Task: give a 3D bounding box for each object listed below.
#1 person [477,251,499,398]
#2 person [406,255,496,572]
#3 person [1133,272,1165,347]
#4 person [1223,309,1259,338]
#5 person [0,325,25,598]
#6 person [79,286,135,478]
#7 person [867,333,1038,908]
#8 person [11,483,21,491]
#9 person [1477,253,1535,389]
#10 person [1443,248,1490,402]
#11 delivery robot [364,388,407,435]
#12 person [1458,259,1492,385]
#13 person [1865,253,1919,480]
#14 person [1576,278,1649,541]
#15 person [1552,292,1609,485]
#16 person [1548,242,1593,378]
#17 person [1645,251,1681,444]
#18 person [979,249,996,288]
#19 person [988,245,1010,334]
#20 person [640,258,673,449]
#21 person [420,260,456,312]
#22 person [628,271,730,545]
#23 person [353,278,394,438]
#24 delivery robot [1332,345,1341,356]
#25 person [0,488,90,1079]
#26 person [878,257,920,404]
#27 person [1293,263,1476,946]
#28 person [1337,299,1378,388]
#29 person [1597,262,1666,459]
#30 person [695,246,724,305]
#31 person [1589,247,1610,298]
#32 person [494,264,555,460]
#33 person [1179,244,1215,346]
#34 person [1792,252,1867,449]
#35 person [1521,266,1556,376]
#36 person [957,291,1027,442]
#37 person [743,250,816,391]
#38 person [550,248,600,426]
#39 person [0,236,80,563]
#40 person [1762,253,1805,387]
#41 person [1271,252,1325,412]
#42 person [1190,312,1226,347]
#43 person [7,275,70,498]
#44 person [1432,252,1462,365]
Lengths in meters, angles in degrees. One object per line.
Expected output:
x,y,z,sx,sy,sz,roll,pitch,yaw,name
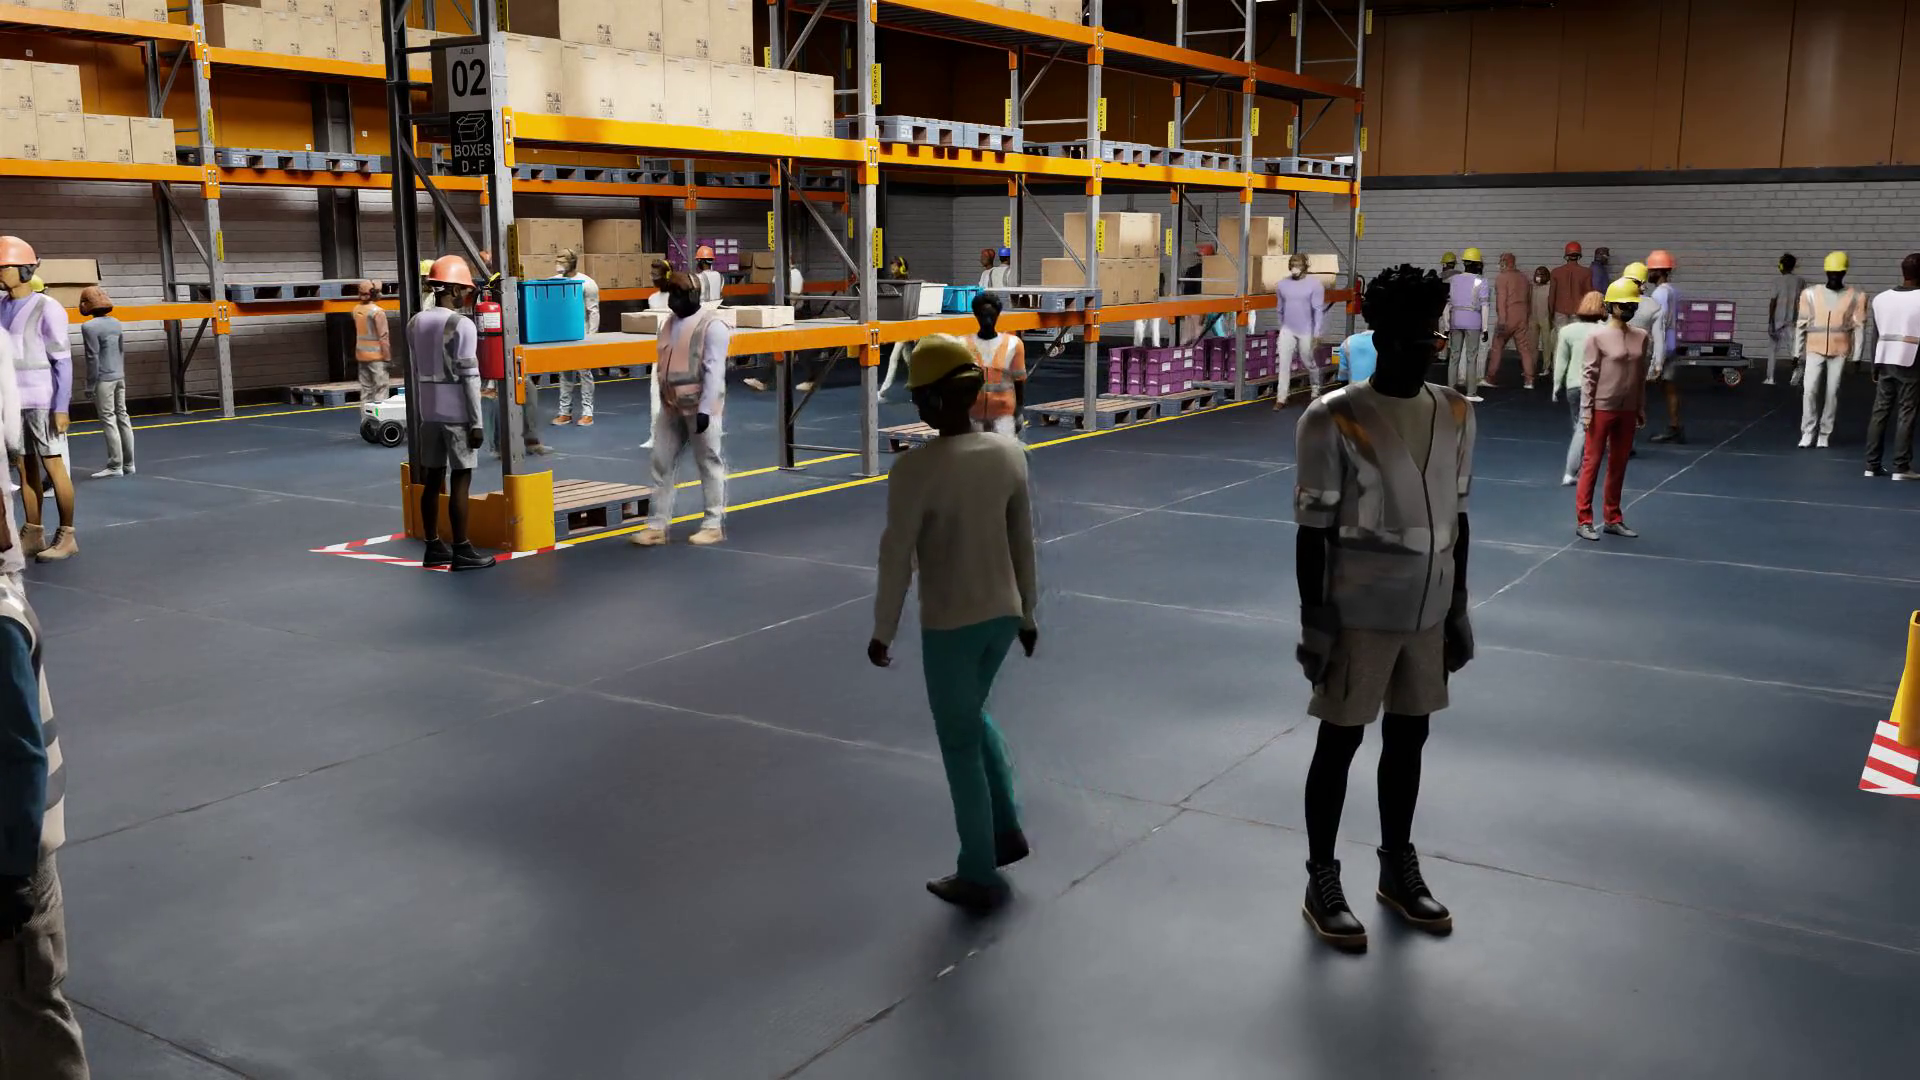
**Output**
-6.039,-2.768,21.400,0.341,1.882,0.587,-7,12,-34,person
-3.115,-0.771,10.221,0.542,1.929,0.381,6,12,30,person
3.162,-3.915,28.057,0.637,1.792,0.976,5,11,25,person
4.473,-3.736,26.746,0.663,1.902,0.938,-4,11,-23,person
-5.508,-0.545,9.142,0.664,1.921,0.619,-8,13,-39,person
-7.312,-1.346,14.218,0.287,1.631,0.501,1,10,4,person
0.000,0.251,5.080,0.449,1.746,0.525,10,14,44,person
-7.835,-1.303,13.222,0.409,1.908,0.647,4,11,21,person
7.560,-2.988,22.774,0.668,1.844,0.842,-6,12,-29,person
6.354,-2.690,20.849,0.593,1.924,0.384,9,14,41,person
-5.521,-1.270,16.525,0.707,0.478,0.477,-8,13,-39,delivery robot
7.168,-3.058,23.232,0.506,1.812,0.667,-4,11,-23,person
7.980,-1.462,14.094,0.382,1.912,0.592,-5,11,-27,person
4.432,-0.879,11.266,0.533,1.768,0.311,-4,11,-20,person
5.266,-1.270,13.894,0.522,1.584,0.864,10,14,43,person
8.919,-3.351,24.316,0.620,1.996,0.372,5,11,25,person
6.829,-1.915,16.616,0.909,1.900,0.570,7,13,35,person
0.475,-3.639,26.228,0.342,1.881,0.579,-5,11,-26,person
0.682,-3.483,25.183,0.391,1.949,0.602,-8,13,-38,person
-2.826,-1.835,16.336,0.519,1.847,0.813,6,12,28,person
-5.420,-1.975,17.266,0.404,1.808,0.631,-6,12,-29,person
-1.854,-0.838,10.899,0.634,1.819,0.738,7,12,35,person
-5.919,-1.816,16.817,0.517,1.639,0.337,8,13,37,person
5.972,-2.836,25.201,0.707,0.478,0.477,-7,12,-33,delivery robot
-1.943,0.620,3.310,0.307,1.639,0.525,-10,14,-44,person
-0.759,-2.598,20.656,0.997,1.815,0.550,-6,12,-30,person
1.228,0.193,4.795,0.604,1.958,0.372,-5,11,-25,person
2.759,-0.819,11.120,0.317,1.695,0.540,-7,13,-36,person
6.250,-1.667,15.492,0.630,1.813,0.623,7,12,34,person
-3.470,-3.050,22.818,0.357,1.938,0.545,5,12,27,person
10.423,-3.822,27.191,0.400,1.905,0.644,4,11,19,person
-4.019,-1.641,15.314,0.696,1.825,0.538,-3,11,-16,person
3.515,-3.446,24.953,0.679,1.959,0.639,-5,11,-24,person
8.363,-1.812,16.034,0.622,1.900,0.751,6,12,31,person
8.677,-3.268,24.864,0.268,1.632,0.507,-7,12,-34,person
0.185,-0.878,11.500,0.546,1.685,0.437,0,10,0,person
-2.381,-3.006,22.286,1.021,2.000,0.695,-6,12,-30,person
-4.225,-2.207,18.151,0.629,1.936,0.372,4,11,19,person
-5.857,-0.872,10.454,0.608,2.045,0.391,4,11,22,person
11.456,-3.041,23.042,0.521,1.850,0.845,1,10,4,person
4.079,-2.498,19.906,0.638,1.891,1.020,7,12,33,person
3.849,-3.508,25.753,0.962,1.798,0.591,-2,10,-11,person
-7.272,-1.215,13.124,0.310,1.768,0.533,-9,14,-42,person
7.935,-3.767,27.082,0.601,1.830,0.403,-6,12,-29,person
